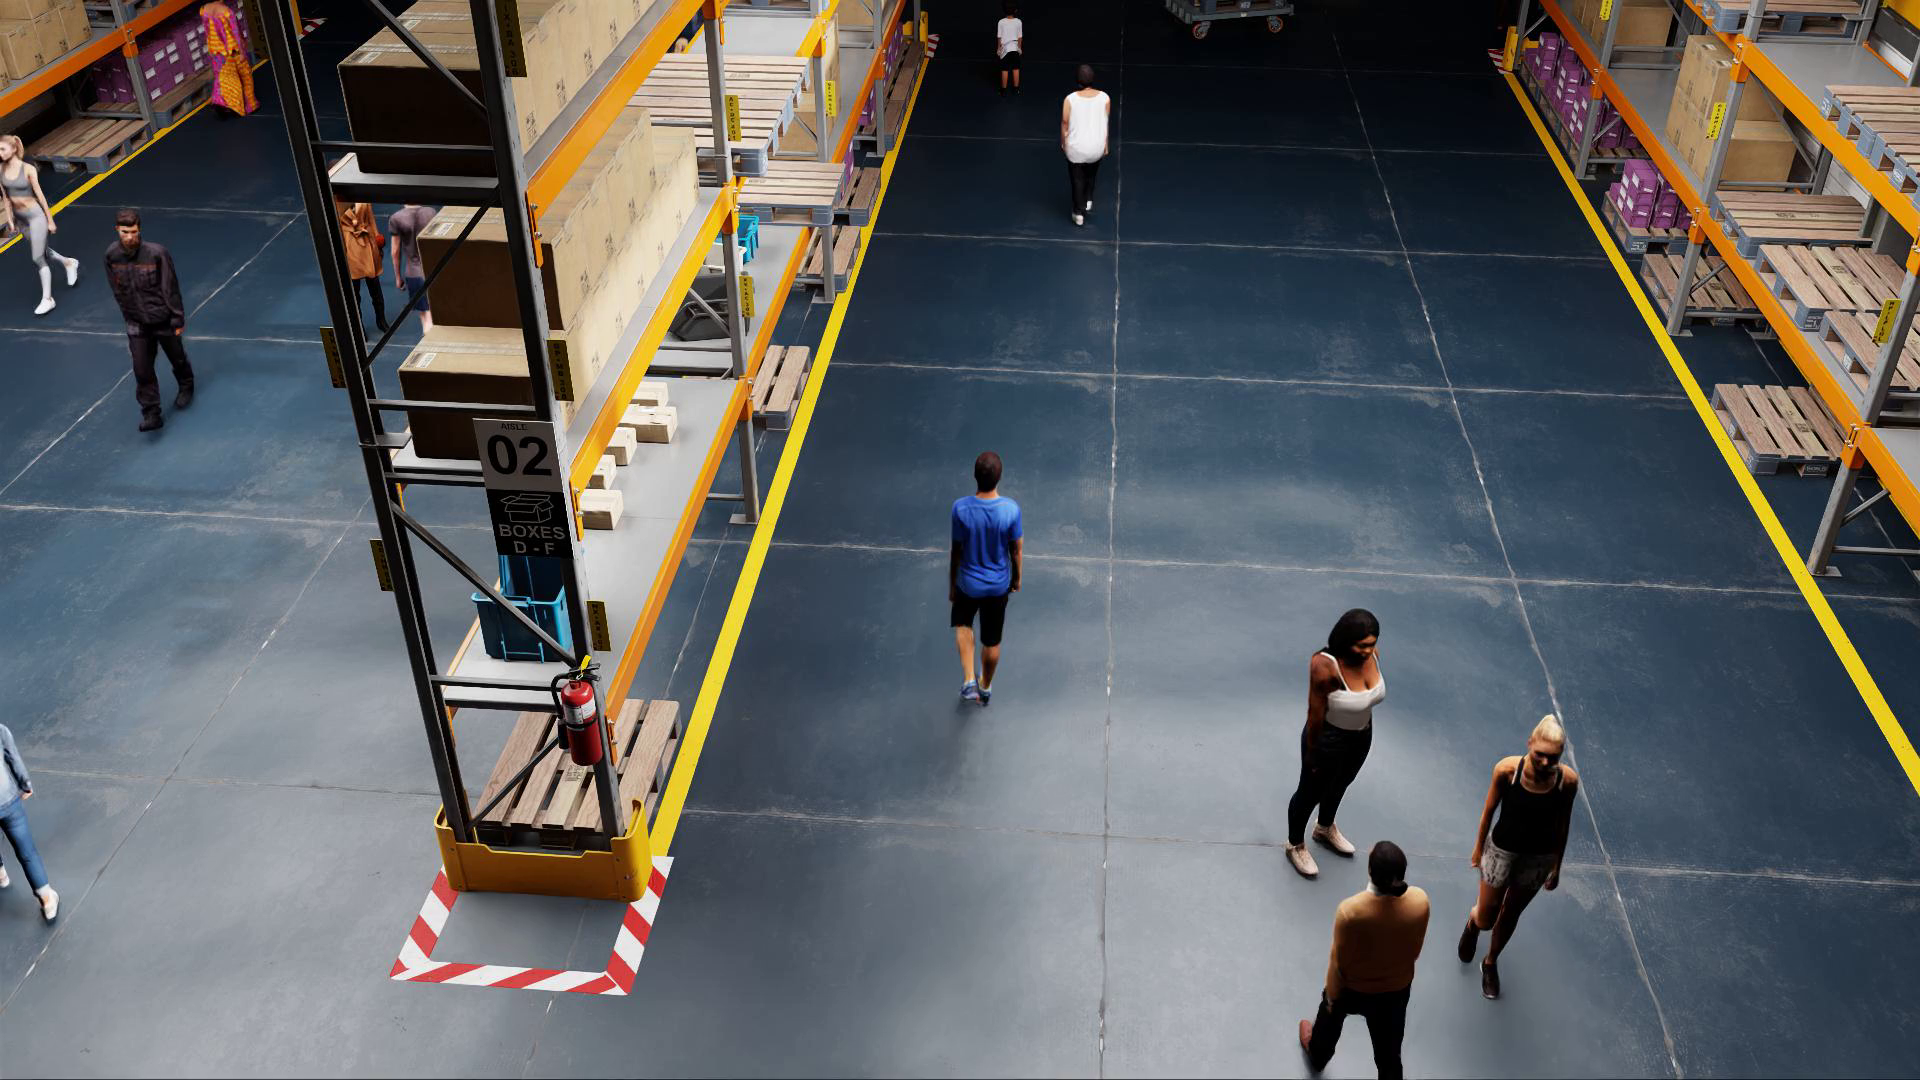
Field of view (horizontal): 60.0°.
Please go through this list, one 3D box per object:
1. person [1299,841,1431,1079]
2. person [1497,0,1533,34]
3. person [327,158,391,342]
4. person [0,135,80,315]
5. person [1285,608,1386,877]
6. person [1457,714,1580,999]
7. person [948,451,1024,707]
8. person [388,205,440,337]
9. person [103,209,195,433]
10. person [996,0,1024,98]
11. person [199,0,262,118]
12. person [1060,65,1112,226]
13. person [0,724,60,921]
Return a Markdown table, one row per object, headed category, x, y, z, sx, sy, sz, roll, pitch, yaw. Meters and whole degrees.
| category | x | y | z | sx | sy | sz | roll | pitch | yaw |
| --- | --- | --- | --- | --- | --- | --- | --- | --- | --- |
| person | 2.004 | 2.207 | 7.978 | 0.887 | 1.726 | 1.262 | -5 | 34 | -7 |
| person | 7.883 | -8.049 | 23.334 | 0.833 | 1.808 | 0.736 | -18 | 38 | -25 |
| person | -5.560 | -2.677 | 15.331 | 0.780 | 1.720 | 0.826 | -22 | 40 | -30 |
| person | -8.875 | -3.091 | 15.993 | 0.597 | 1.676 | 1.085 | 5 | 34 | 7 |
| person | 2.143 | 1.122 | 9.540 | 0.750 | 1.804 | 0.797 | -21 | 39 | -29 |
| person | 2.952 | 1.597 | 8.797 | 0.613 | 1.836 | 0.676 | 6 | 34 | 9 |
| person | 0.154 | 0.338 | 10.676 | 0.680 | 1.853 | 0.737 | -2 | 34 | -3 |
| person | -4.679 | -2.260 | 14.623 | 1.031 | 1.810 | 1.258 | -15 | 36 | -21 |
| person | -6.787 | -1.936 | 14.061 | 0.857 | 1.893 | 1.244 | -1 | 34 | -2 |
| person | 0.633 | -6.287 | 21.176 | 0.541 | 1.262 | 0.567 | -6 | 34 | -9 |
| person | -9.031 | -6.004 | 20.381 | 0.670 | 1.671 | 0.990 | 6 | 34 | 8 |
| person | 1.323 | -4.159 | 17.611 | 0.779 | 1.665 | 0.948 | -5 | 34 | -8 |
| person | -5.376 | 1.524 | 9.270 | 0.924 | 1.434 | 0.964 | -28 | 42 | -35 |
